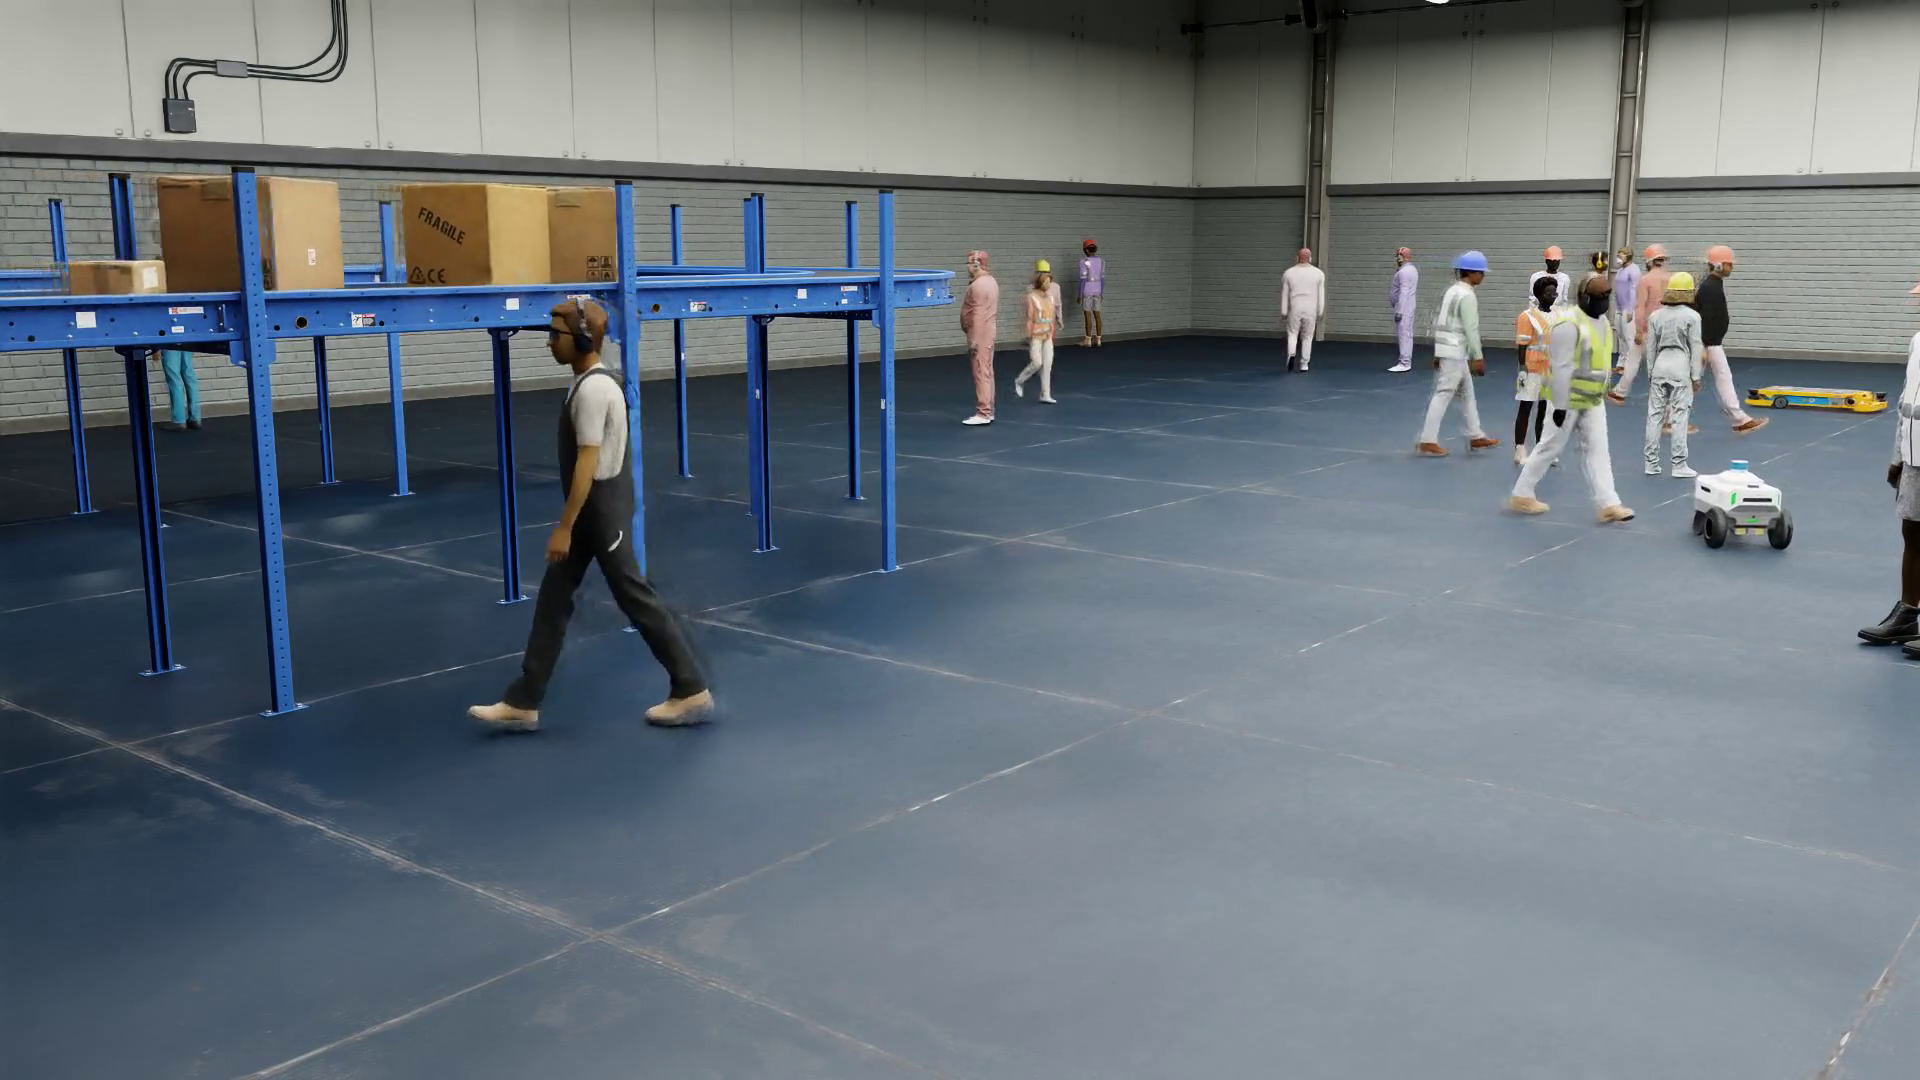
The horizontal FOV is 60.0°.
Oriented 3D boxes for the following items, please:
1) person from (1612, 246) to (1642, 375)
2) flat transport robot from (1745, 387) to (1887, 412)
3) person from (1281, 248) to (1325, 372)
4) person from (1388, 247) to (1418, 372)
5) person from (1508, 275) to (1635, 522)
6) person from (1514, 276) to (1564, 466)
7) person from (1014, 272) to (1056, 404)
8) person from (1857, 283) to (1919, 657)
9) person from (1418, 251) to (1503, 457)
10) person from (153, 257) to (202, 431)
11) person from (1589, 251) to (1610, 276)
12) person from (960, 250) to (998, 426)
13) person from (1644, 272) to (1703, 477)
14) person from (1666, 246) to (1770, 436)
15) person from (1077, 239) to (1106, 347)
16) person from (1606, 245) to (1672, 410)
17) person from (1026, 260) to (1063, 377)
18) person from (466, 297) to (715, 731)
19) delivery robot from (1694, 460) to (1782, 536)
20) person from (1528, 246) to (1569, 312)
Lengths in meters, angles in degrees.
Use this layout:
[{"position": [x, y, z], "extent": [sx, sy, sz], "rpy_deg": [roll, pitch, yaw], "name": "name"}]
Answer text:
[{"position": [10.049, -3.462, 25.113], "extent": [0.388, 1.929, 0.628], "rpy_deg": [-1, 10, -4], "name": "person"}, {"position": [10.370, -1.719, 20.147], "extent": [1.431, 0.197, 0.652], "rpy_deg": [8, 13, 38], "name": "flat transport robot"}, {"position": [5.276, -3.533, 25.596], "extent": [0.649, 1.888, 0.465], "rpy_deg": [3, 11, 15], "name": "person"}, {"position": [6.813, -3.546, 25.630], "extent": [0.399, 1.905, 0.642], "rpy_deg": [5, 11, 26], "name": "person"}, {"position": [4.456, -1.028, 12.054], "extent": [0.683, 1.780, 0.964], "rpy_deg": [-8, 13, -38], "name": "person"}, {"position": [5.220, -1.516, 14.953], "extent": [0.535, 1.697, 0.318], "rpy_deg": [-4, 11, -22], "name": "person"}, {"position": [0.962, -2.515, 20.659], "extent": [0.522, 1.622, 0.502], "rpy_deg": [-10, 14, -44], "name": "person"}, {"position": [4.740, -0.400, 8.099], "extent": [0.371, 1.939, 0.543], "rpy_deg": [-1, 10, -8], "name": "person"}, {"position": [4.759, -1.735, 15.585], "extent": [0.922, 1.901, 0.651], "rpy_deg": [1, 10, 3], "name": "person"}, {"position": [-8.369, -2.099, 17.769], "extent": [0.372, 1.843, 0.571], "rpy_deg": [3, 11, 17], "name": "person"}, {"position": [9.012, -3.191, 23.772], "extent": [0.489, 1.862, 0.534], "rpy_deg": [2, 10, 13], "name": "person"}, {"position": [0.200, -2.219, 18.274], "extent": [0.403, 1.904, 0.651], "rpy_deg": [2, 10, 13], "name": "person"}, {"position": [6.142, -1.422, 14.304], "extent": [0.295, 1.744, 0.484], "rpy_deg": [-8, 13, -38], "name": "person"}, {"position": [7.865, -2.046, 17.186], "extent": [0.990, 1.942, 0.647], "rpy_deg": [4, 11, 19], "name": "person"}, {"position": [2.475, -4.703, 31.681], "extent": [0.605, 2.033, 0.392], "rpy_deg": [-7, 13, -35], "name": "person"}, {"position": [8.322, -2.579, 20.147], "extent": [0.659, 1.944, 0.998], "rpy_deg": [-4, 11, -19], "name": "person"}, {"position": [1.181, -3.181, 24.058], "extent": [0.523, 1.738, 0.810], "rpy_deg": [-4, 11, -20], "name": "person"}, {"position": [-1.503, -0.094, 6.828], "extent": [1.008, 1.799, 0.514], "rpy_deg": [-4, 11, -19], "name": "person"}, {"position": [5.233, -0.293, 11.198], "extent": [0.477, 0.478, 0.707], "rpy_deg": [1, 10, 5], "name": "delivery robot"}, {"position": [7.812, -2.922, 22.070], "extent": [0.542, 1.939, 0.364], "rpy_deg": [-1, 10, -5], "name": "person"}]
